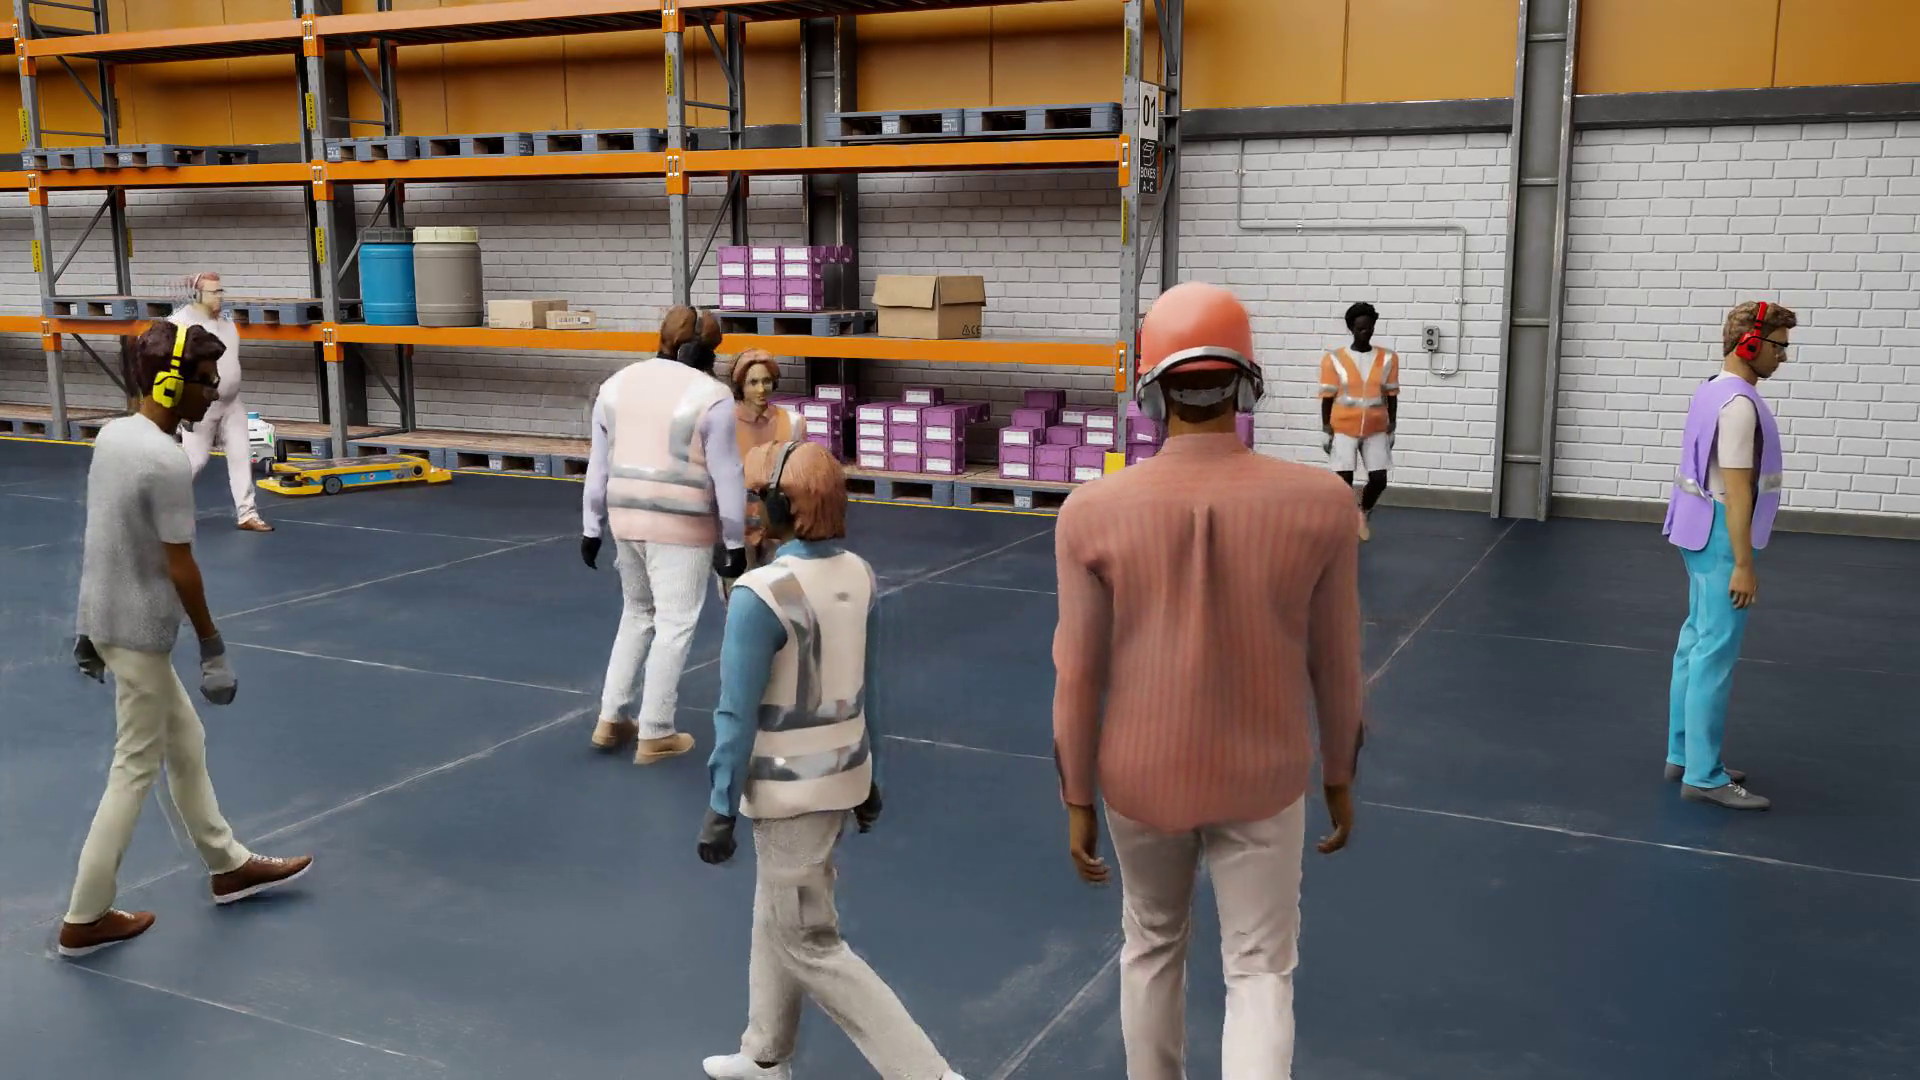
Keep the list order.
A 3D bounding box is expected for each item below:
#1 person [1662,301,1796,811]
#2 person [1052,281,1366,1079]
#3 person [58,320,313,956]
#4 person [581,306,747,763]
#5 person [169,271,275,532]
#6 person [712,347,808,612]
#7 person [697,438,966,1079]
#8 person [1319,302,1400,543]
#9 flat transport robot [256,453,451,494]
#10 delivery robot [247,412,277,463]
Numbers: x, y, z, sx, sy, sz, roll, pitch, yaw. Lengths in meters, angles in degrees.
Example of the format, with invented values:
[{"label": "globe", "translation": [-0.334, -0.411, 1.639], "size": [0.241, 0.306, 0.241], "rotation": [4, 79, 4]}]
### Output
[{"label": "person", "translation": [2.796, 0.049, 6.112], "size": [0.388, 1.837, 0.564], "rotation": [2, 10, 13]}, {"label": "person", "translation": [0.484, 0.482, 3.280], "size": [0.625, 1.967, 0.849], "rotation": [2, 10, 10]}, {"label": "person", "translation": [-2.295, 0.276, 4.853], "size": [0.615, 1.817, 0.813], "rotation": [10, 14, 44]}, {"label": "person", "translation": [-1.161, -0.020, 6.614], "size": [0.649, 1.804, 0.482], "rotation": [5, 11, 27]}, {"label": "person", "translation": [-5.414, -0.985, 11.926], "size": [0.865, 1.878, 0.645], "rotation": [4, 11, 22]}, {"label": "person", "translation": [-0.843, 0.005, 6.999], "size": [0.512, 1.624, 0.366], "rotation": [-5, 11, -27]}, {"label": "person", "translation": [-0.295, 0.576, 3.744], "size": [0.762, 1.611, 0.519], "rotation": [4, 11, 24]}, {"label": "person", "translation": [2.613, -0.724, 10.976], "size": [0.537, 1.688, 0.448], "rotation": [0, 10, 1]}, {"label": "flat transport robot", "translation": [-5.153, -0.574, 14.161], "size": [1.431, 0.197, 0.652], "rotation": [-9, 13, -41]}, {"label": "delivery robot", "translation": [-6.367, -0.911, 15.010], "size": [0.477, 0.478, 0.707], "rotation": [-4, 11, -20]}]
